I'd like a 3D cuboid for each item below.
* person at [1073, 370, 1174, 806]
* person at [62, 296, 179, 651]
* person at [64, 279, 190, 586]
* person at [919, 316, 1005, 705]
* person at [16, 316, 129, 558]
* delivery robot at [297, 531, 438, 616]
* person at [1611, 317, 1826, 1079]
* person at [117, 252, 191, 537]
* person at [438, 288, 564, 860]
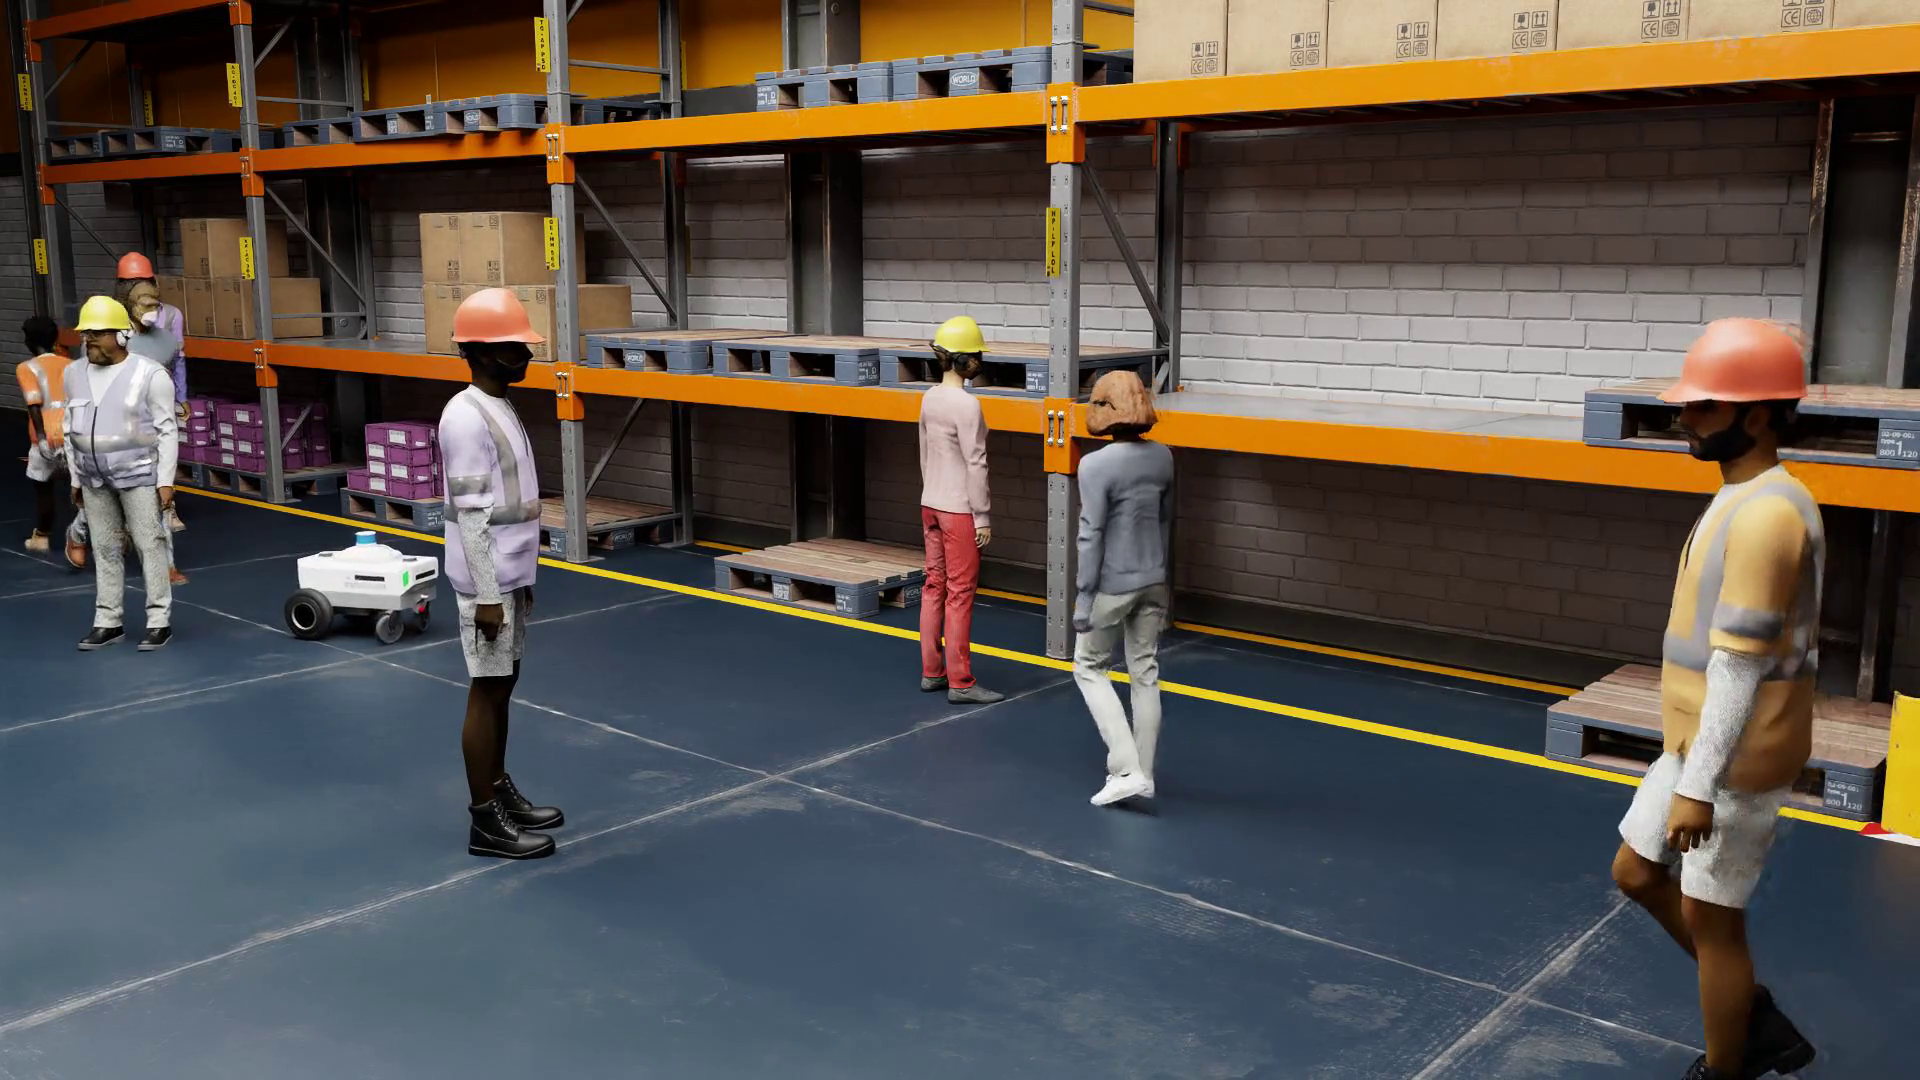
[{"bbox_3d":[0.612,0.187,6.214,0.518,1.628,0.334,-8,13,-40],"label":"person"},{"bbox_3d":[-4.331,-0.334,8.572,0.591,1.834,0.404,1,10,6],"label":"person"},{"bbox_3d":[-5.200,-0.673,10.358,0.887,1.901,0.652,6,12,32],"label":"person"},{"bbox_3d":[-0.008,-0.133,7.621,0.315,1.769,0.525,-5,11,-28],"label":"person"},{"bbox_3d":[-6.012,-0.692,11.209,0.933,1.626,0.534,5,11,26],"label":"person"},{"bbox_3d":[-3.171,0.197,8.922,0.707,0.478,0.477,3,10,15],"label":"delivery robot"},{"bbox_3d":[1.713,0.463,3.781,0.400,1.922,0.549,3,10,14],"label":"person"},{"bbox_3d":[-5.907,-1.052,12.061,0.605,2.045,0.388,-8,12,-37],"label":"person"},{"bbox_3d":[-1.573,0.115,5.718,0.360,1.939,0.543,-1,10,-5],"label":"person"}]
